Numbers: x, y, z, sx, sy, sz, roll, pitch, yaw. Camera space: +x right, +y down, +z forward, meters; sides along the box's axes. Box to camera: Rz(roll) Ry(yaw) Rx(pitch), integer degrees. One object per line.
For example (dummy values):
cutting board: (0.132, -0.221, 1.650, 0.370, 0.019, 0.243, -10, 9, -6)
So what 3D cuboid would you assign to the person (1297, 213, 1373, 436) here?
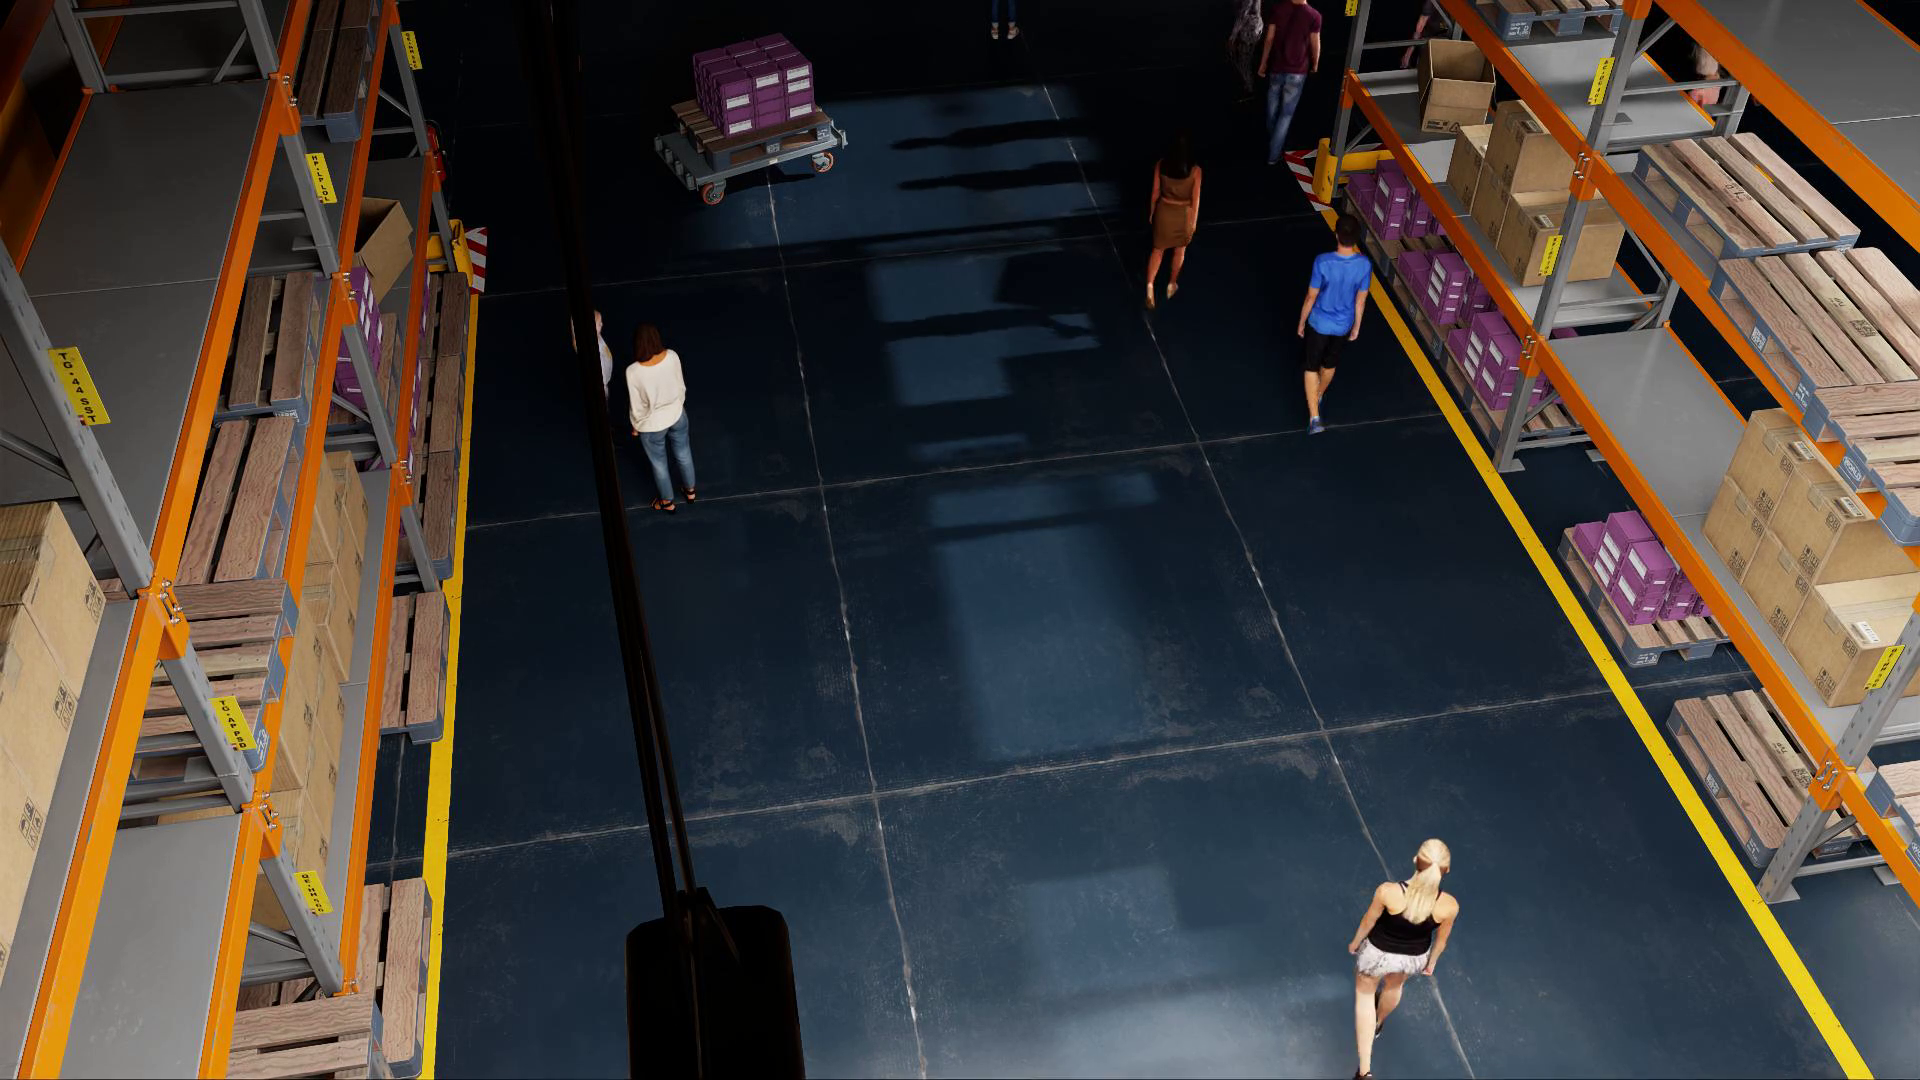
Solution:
person: (2.820, -1.589, 12.662, 0.755, 1.851, 1.093, 0, 44, 0)

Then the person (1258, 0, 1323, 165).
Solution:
person: (3.055, -4.401, 15.632, 0.971, 1.825, 1.051, 22, 48, 22)

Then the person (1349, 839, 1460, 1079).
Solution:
person: (2.269, 2.218, 8.686, 0.819, 1.824, 1.078, 7, 44, 7)

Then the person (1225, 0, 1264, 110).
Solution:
person: (2.885, -4.943, 16.300, 0.767, 1.689, 0.651, 15, 46, 15)

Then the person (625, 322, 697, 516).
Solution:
person: (-2.161, -0.877, 12.037, 0.695, 1.683, 0.690, -26, 49, -25)

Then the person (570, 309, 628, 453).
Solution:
person: (-2.780, -1.238, 12.710, 0.571, 1.277, 0.449, -10, 44, -10)

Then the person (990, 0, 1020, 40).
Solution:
person: (0.458, -6.018, 17.583, 0.619, 1.477, 0.589, 5, 44, 5)

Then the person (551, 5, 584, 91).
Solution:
person: (-3.998, -5.192, 16.871, 0.602, 1.262, 0.510, 4, 44, 4)

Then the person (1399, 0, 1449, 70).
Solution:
person: (4.559, -4.657, 15.893, 0.864, 1.837, 0.795, 22, 48, 22)

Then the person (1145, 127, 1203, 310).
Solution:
person: (1.761, -2.640, 13.896, 0.847, 1.672, 1.001, 16, 46, 16)
